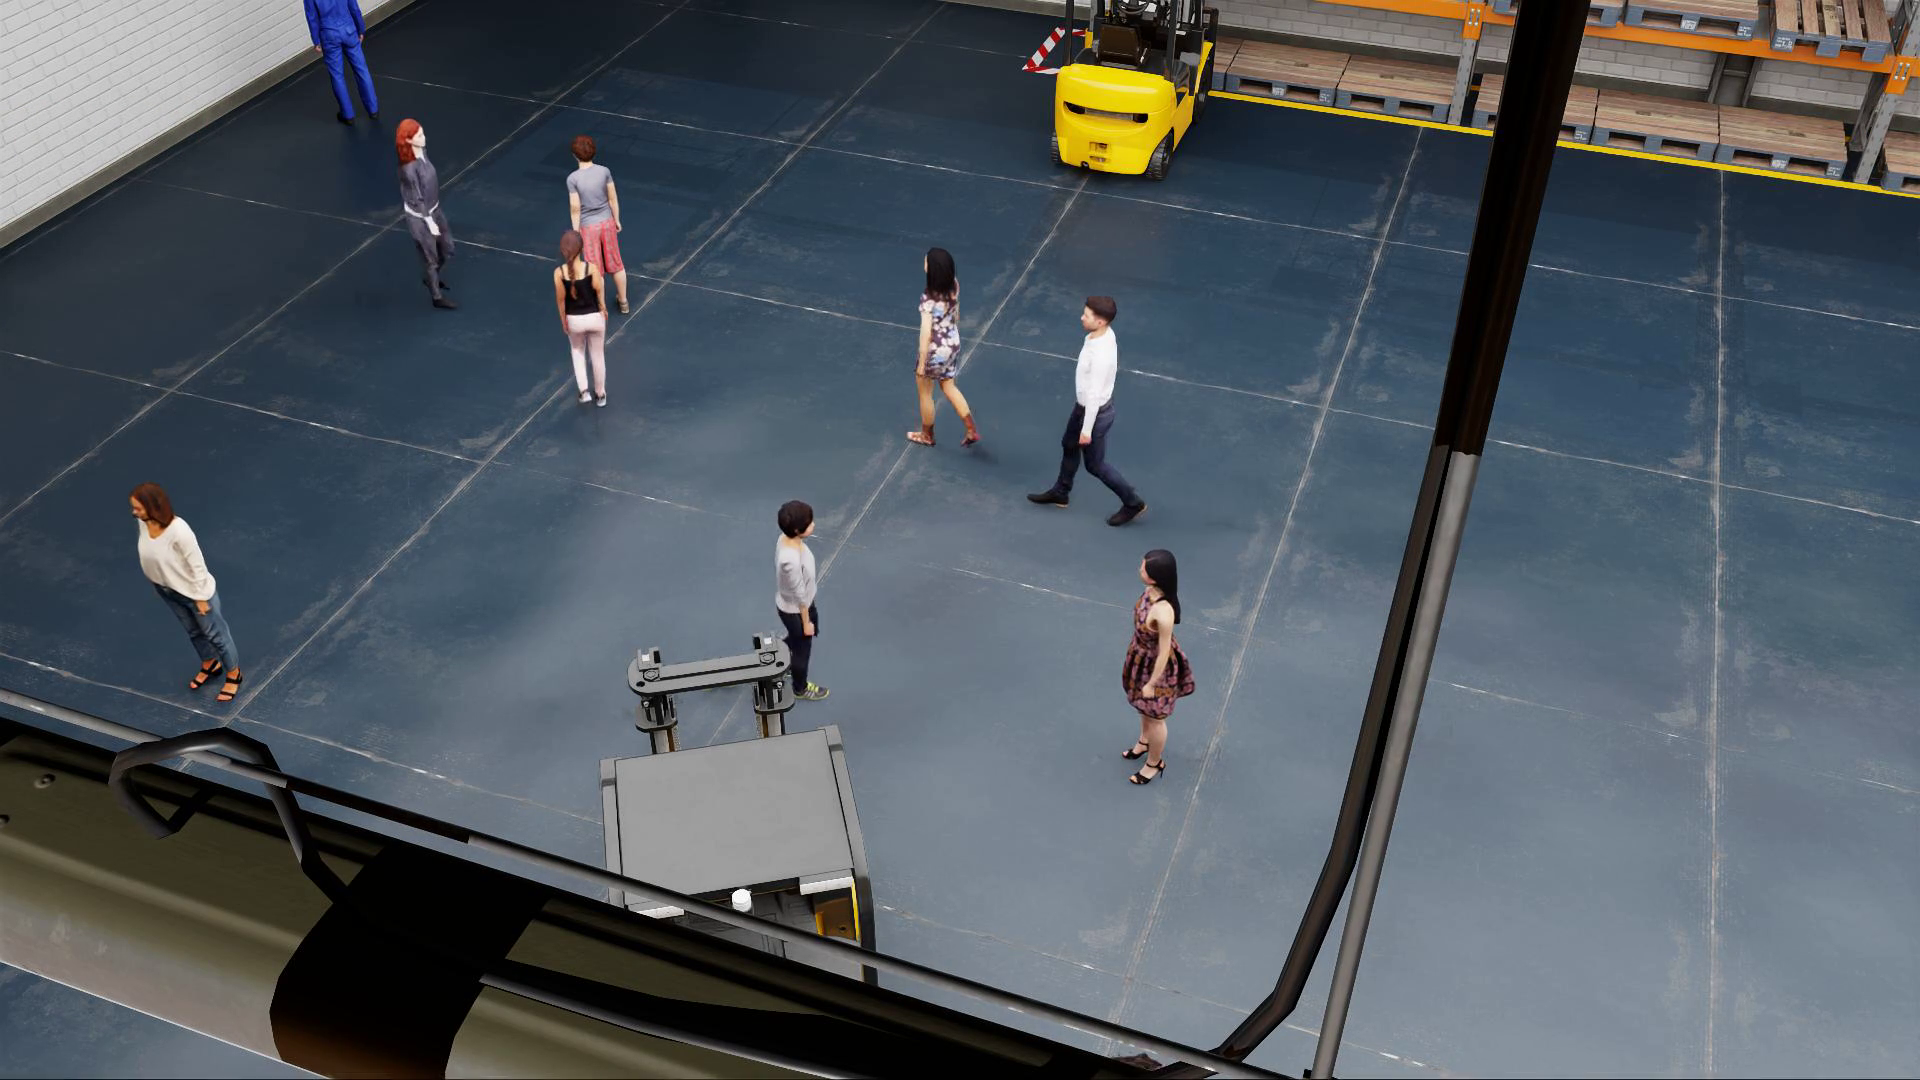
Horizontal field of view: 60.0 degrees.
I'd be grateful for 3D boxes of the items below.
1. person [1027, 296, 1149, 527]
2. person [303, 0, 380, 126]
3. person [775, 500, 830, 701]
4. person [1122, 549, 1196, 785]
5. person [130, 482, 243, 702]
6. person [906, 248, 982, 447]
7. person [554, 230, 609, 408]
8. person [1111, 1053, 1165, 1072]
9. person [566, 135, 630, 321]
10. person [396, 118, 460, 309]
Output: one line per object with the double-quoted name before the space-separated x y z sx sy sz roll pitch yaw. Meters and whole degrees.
"person" 1.031 -0.898 11.812 1.181 1.853 0.796 5 39 6
"person" -6.448 -5.234 17.260 0.783 1.830 0.797 -21 43 -24
"person" -1.101 0.405 10.431 0.751 1.540 0.682 -4 39 -4
"person" 1.135 0.744 9.817 0.802 1.775 0.773 -2 39 -2
"person" -4.860 0.293 10.461 0.531 1.679 0.706 19 43 23
"person" -0.119 -1.416 12.548 0.915 1.743 0.737 24 44 27
"person" -2.939 -1.692 13.047 0.667 1.552 0.714 -7 39 -8
"person" 0.617 2.826 7.196 1.041 1.794 0.922 -10 40 -12
"person" -3.097 -2.661 14.182 0.673 1.651 0.714 -20 43 -23
"person" -4.651 -2.770 14.225 0.685 1.767 0.650 1 39 2
